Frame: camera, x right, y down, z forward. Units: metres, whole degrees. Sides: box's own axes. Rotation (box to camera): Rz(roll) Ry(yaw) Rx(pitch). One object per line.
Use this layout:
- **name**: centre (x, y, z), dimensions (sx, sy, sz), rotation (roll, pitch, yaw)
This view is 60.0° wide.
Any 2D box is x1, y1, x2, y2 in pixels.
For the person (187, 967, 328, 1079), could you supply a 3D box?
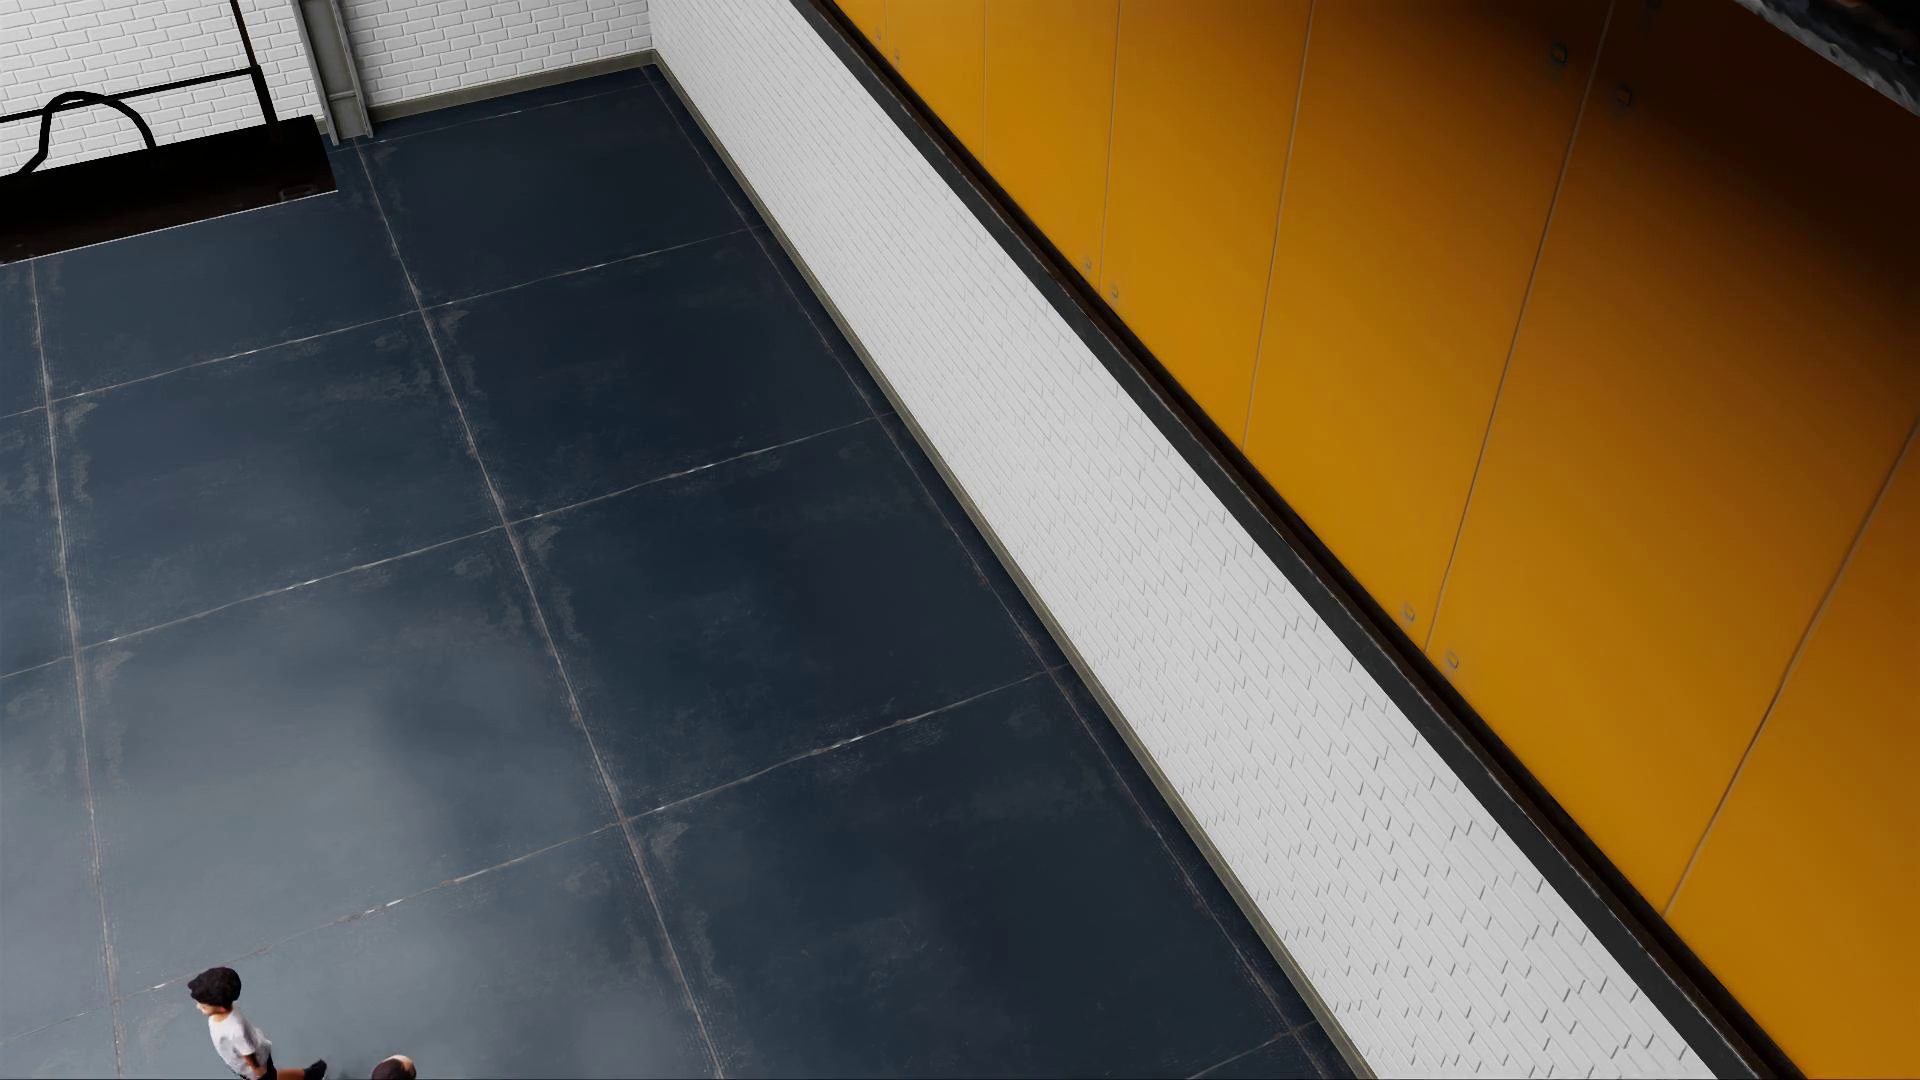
- **person**: centre (-3.660, 2.598, 8.623), dimensions (0.773, 1.250, 0.553), rotation (-25, 49, -24)
